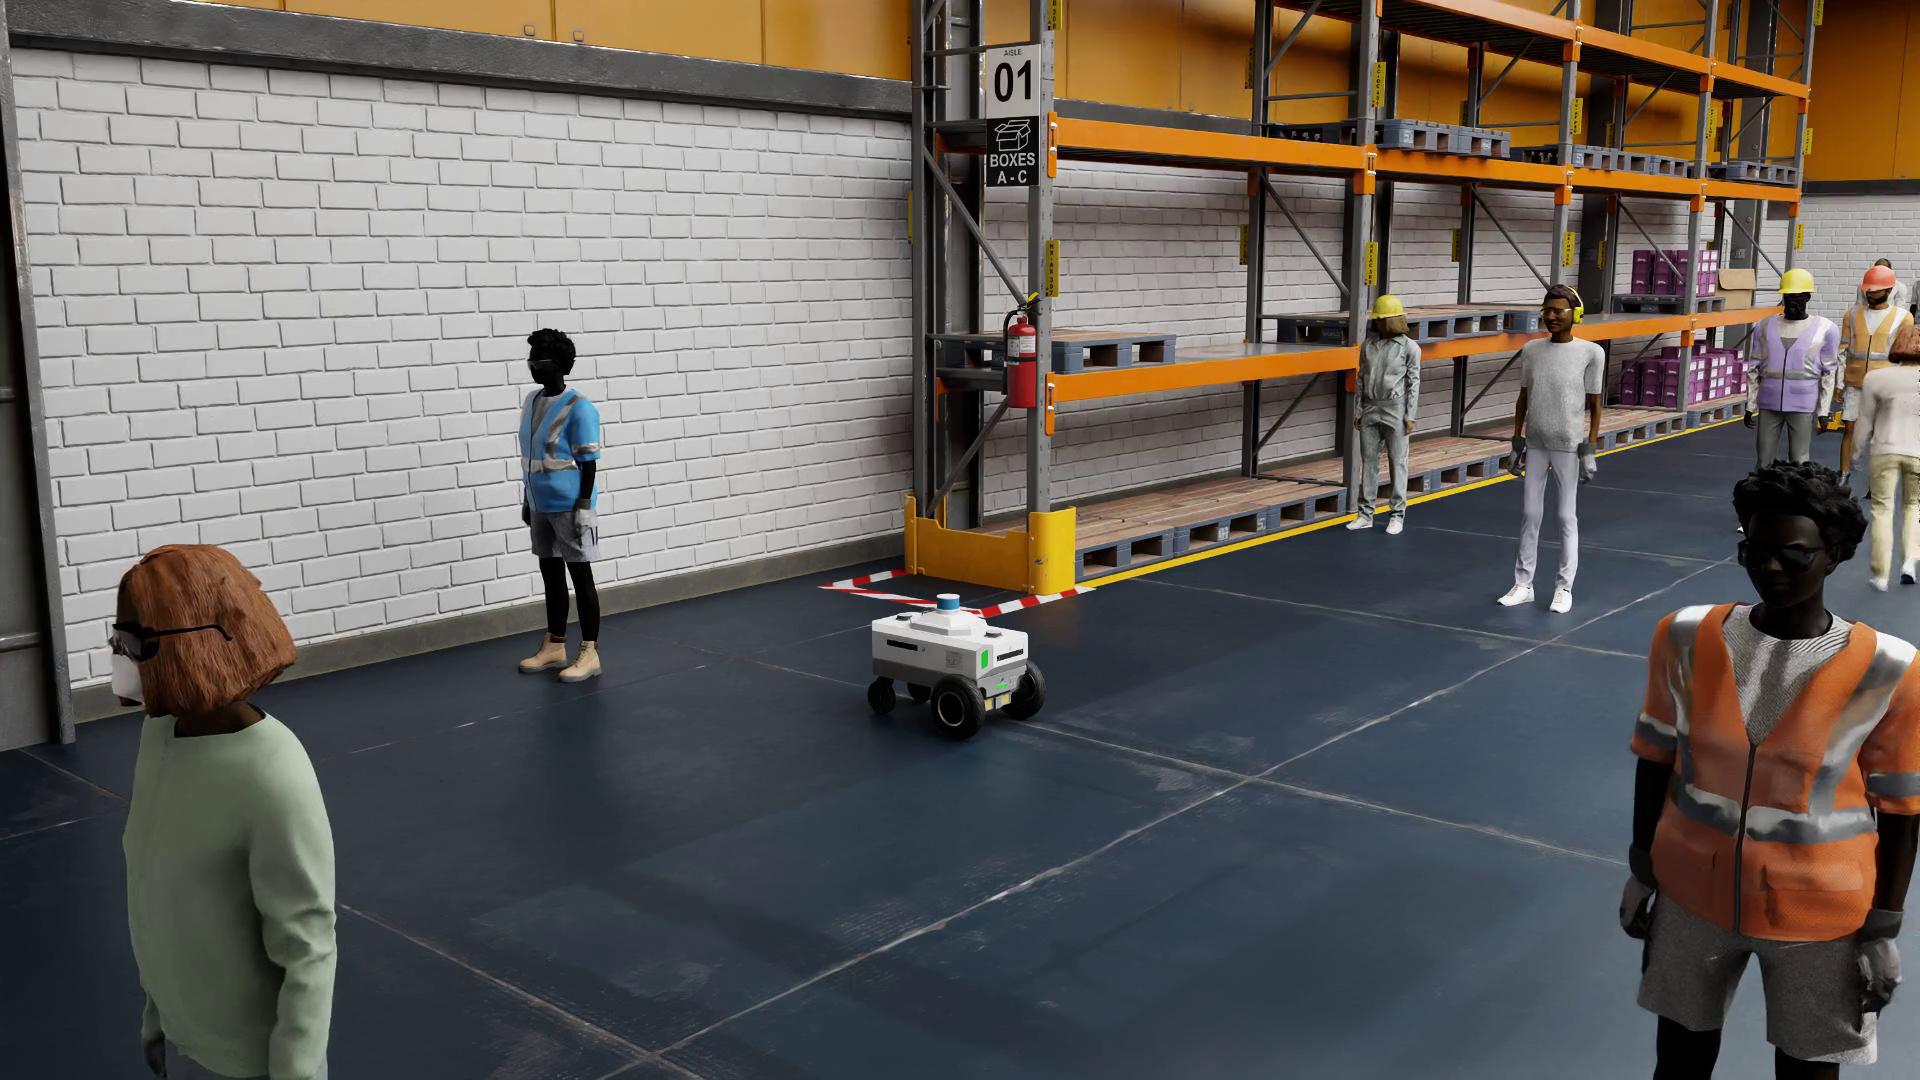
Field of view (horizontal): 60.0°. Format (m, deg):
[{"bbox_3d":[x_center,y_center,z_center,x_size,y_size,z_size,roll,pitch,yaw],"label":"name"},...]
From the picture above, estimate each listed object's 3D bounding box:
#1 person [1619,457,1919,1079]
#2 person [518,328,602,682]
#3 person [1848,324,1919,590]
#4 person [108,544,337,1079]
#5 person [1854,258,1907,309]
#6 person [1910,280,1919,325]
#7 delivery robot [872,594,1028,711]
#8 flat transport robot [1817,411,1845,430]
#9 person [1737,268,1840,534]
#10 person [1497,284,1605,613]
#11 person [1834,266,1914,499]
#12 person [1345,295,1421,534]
[{"bbox_3d":[1.509,0.688,3.137,0.529,1.697,0.321,9,13,41],"label":"person"},{"bbox_3d":[-1.934,-0.168,8.013,0.529,1.697,0.321,9,13,41],"label":"person"},{"bbox_3d":[5.723,-0.501,10.133,0.519,1.616,0.412,4,11,20],"label":"person"},{"bbox_3d":[-1.153,0.809,2.629,0.497,1.634,0.279,9,13,41],"label":"person"},{"bbox_3d":[12.559,-2.879,22.778,0.627,1.935,0.371,9,13,41],"label":"person"},{"bbox_3d":[14.243,-3.179,24.410,0.600,1.959,0.375,9,13,41],"label":"person"},{"bbox_3d":[-0.053,0.480,7.311,0.707,0.478,0.477,8,13,40],"label":"delivery robot"},{"bbox_3d":[10.501,-1.330,18.688,1.431,0.197,0.652,8,13,40],"label":"flat transport robot"},{"bbox_3d":[5.949,-0.976,11.958,0.584,1.928,0.374,9,13,41],"label":"person"},{"bbox_3d":[3.394,-0.518,9.529,0.517,1.869,0.328,9,13,41],"label":"person"},{"bbox_3d":[7.552,-1.301,13.804,0.542,1.930,0.374,9,13,41],"label":"person"},{"bbox_3d":[3.091,-0.911,12.135,0.483,1.737,0.311,9,13,41],"label":"person"}]
